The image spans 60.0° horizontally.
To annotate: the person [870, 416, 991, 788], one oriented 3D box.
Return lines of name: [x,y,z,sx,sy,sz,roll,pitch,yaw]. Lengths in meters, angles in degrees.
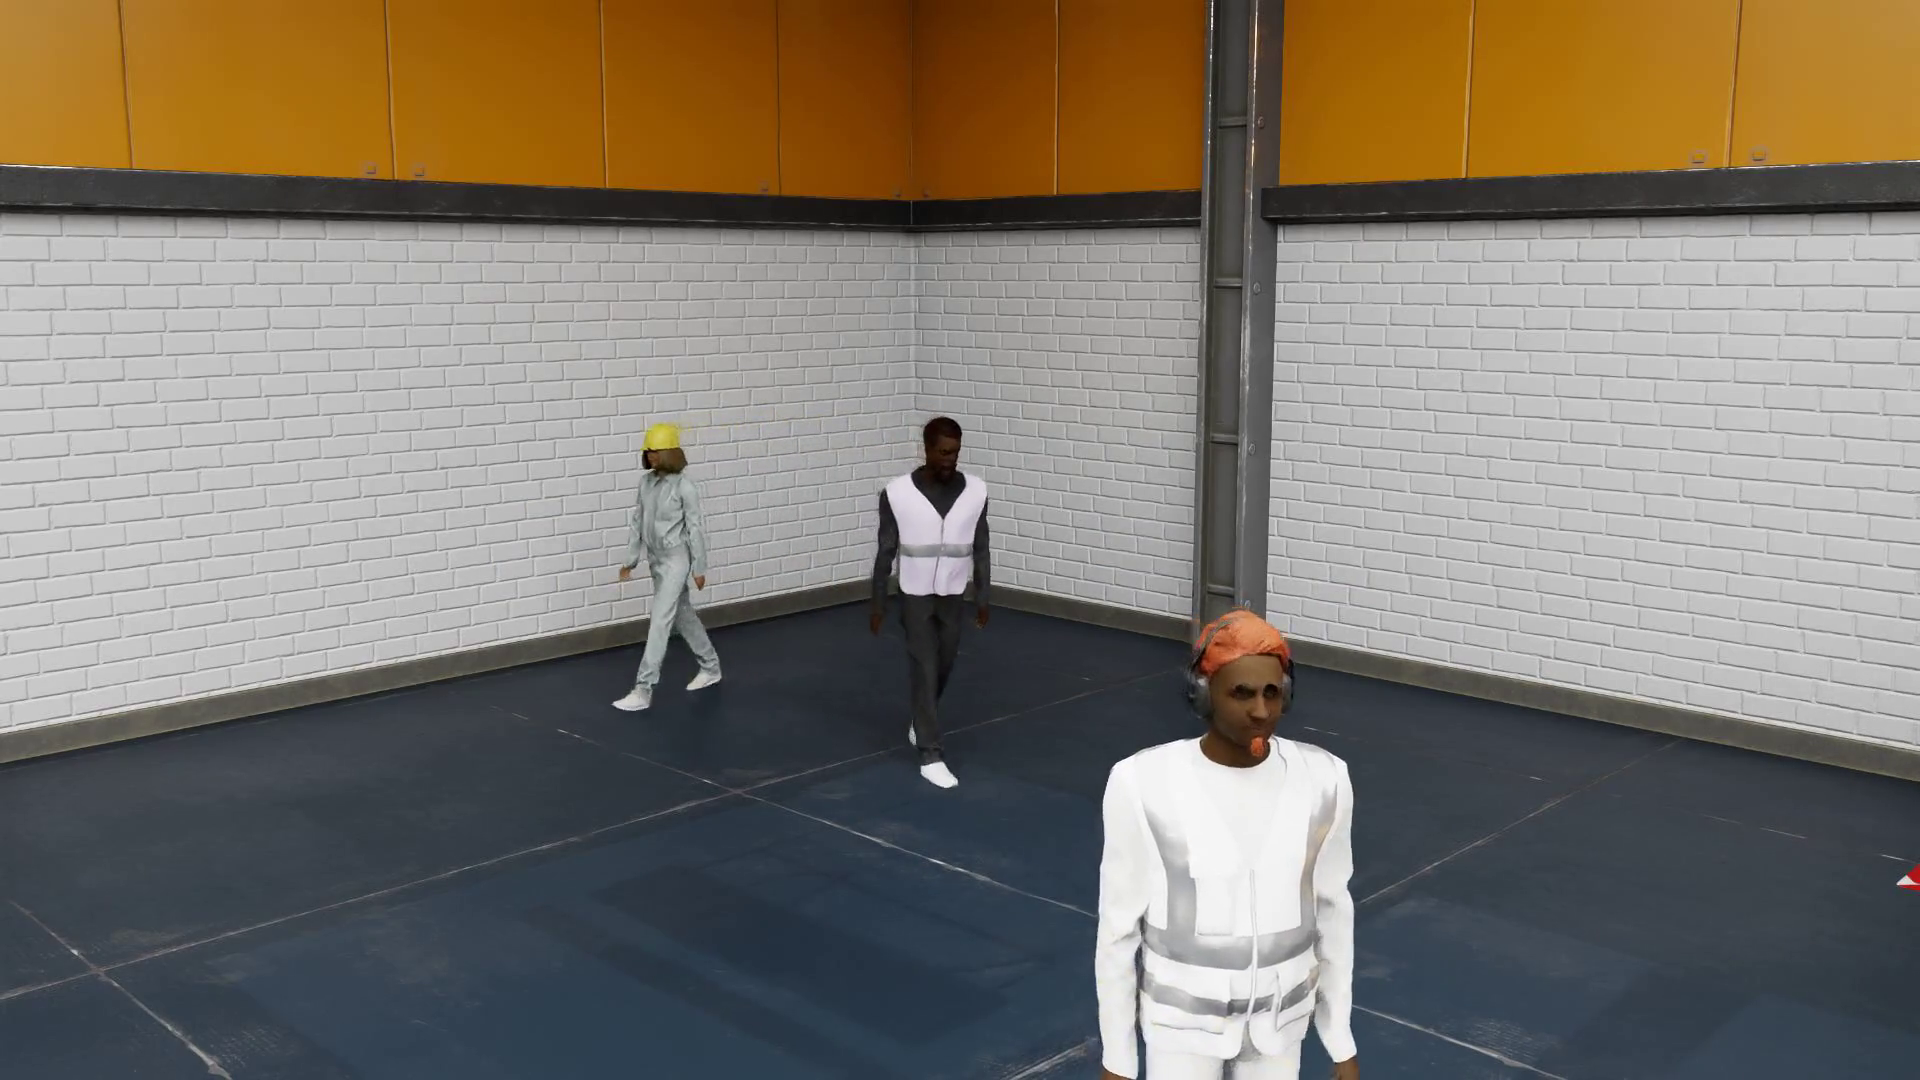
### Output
person: [-0.172,0.271,8.695,0.640,1.876,0.906,-4,10,-21]

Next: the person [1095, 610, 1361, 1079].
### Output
person: [0.595,1.083,3.668,0.594,1.876,0.369,-2,9,-13]

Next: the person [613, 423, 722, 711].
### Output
person: [-1.763,0.139,10.032,0.490,1.696,0.914,9,13,44]
